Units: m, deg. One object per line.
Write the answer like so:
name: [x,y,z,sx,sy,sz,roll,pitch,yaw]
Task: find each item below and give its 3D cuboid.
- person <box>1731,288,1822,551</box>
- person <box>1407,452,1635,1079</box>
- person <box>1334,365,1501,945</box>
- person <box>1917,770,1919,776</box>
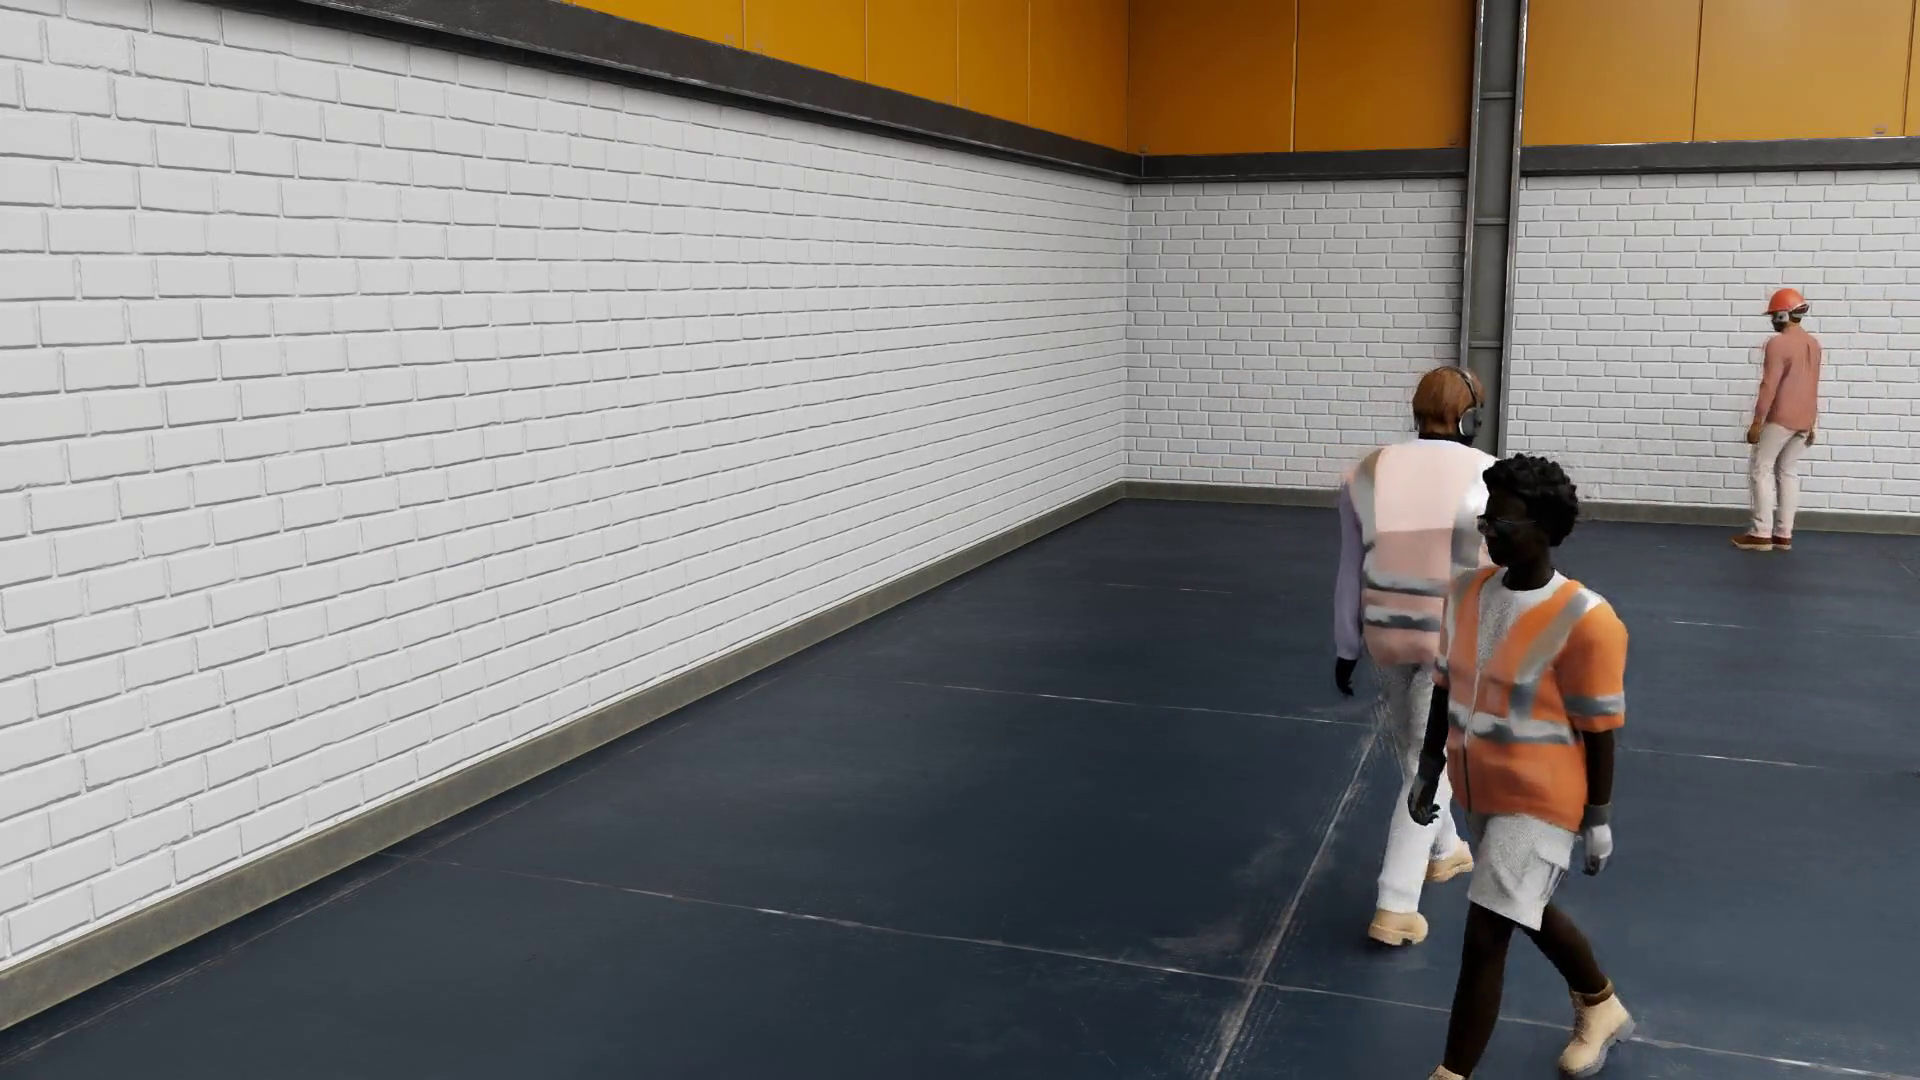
person: [6.163,-0.887,12.453,0.668,1.971,0.465,-5,10,-30]
person: [1.396,0.605,4.073,0.867,1.665,0.531,-4,10,-22]
person: [1.527,0.342,5.317,0.645,1.793,0.982,8,12,41]
person: [4.007,0.155,6.551,0.320,1.767,0.532,6,11,32]
